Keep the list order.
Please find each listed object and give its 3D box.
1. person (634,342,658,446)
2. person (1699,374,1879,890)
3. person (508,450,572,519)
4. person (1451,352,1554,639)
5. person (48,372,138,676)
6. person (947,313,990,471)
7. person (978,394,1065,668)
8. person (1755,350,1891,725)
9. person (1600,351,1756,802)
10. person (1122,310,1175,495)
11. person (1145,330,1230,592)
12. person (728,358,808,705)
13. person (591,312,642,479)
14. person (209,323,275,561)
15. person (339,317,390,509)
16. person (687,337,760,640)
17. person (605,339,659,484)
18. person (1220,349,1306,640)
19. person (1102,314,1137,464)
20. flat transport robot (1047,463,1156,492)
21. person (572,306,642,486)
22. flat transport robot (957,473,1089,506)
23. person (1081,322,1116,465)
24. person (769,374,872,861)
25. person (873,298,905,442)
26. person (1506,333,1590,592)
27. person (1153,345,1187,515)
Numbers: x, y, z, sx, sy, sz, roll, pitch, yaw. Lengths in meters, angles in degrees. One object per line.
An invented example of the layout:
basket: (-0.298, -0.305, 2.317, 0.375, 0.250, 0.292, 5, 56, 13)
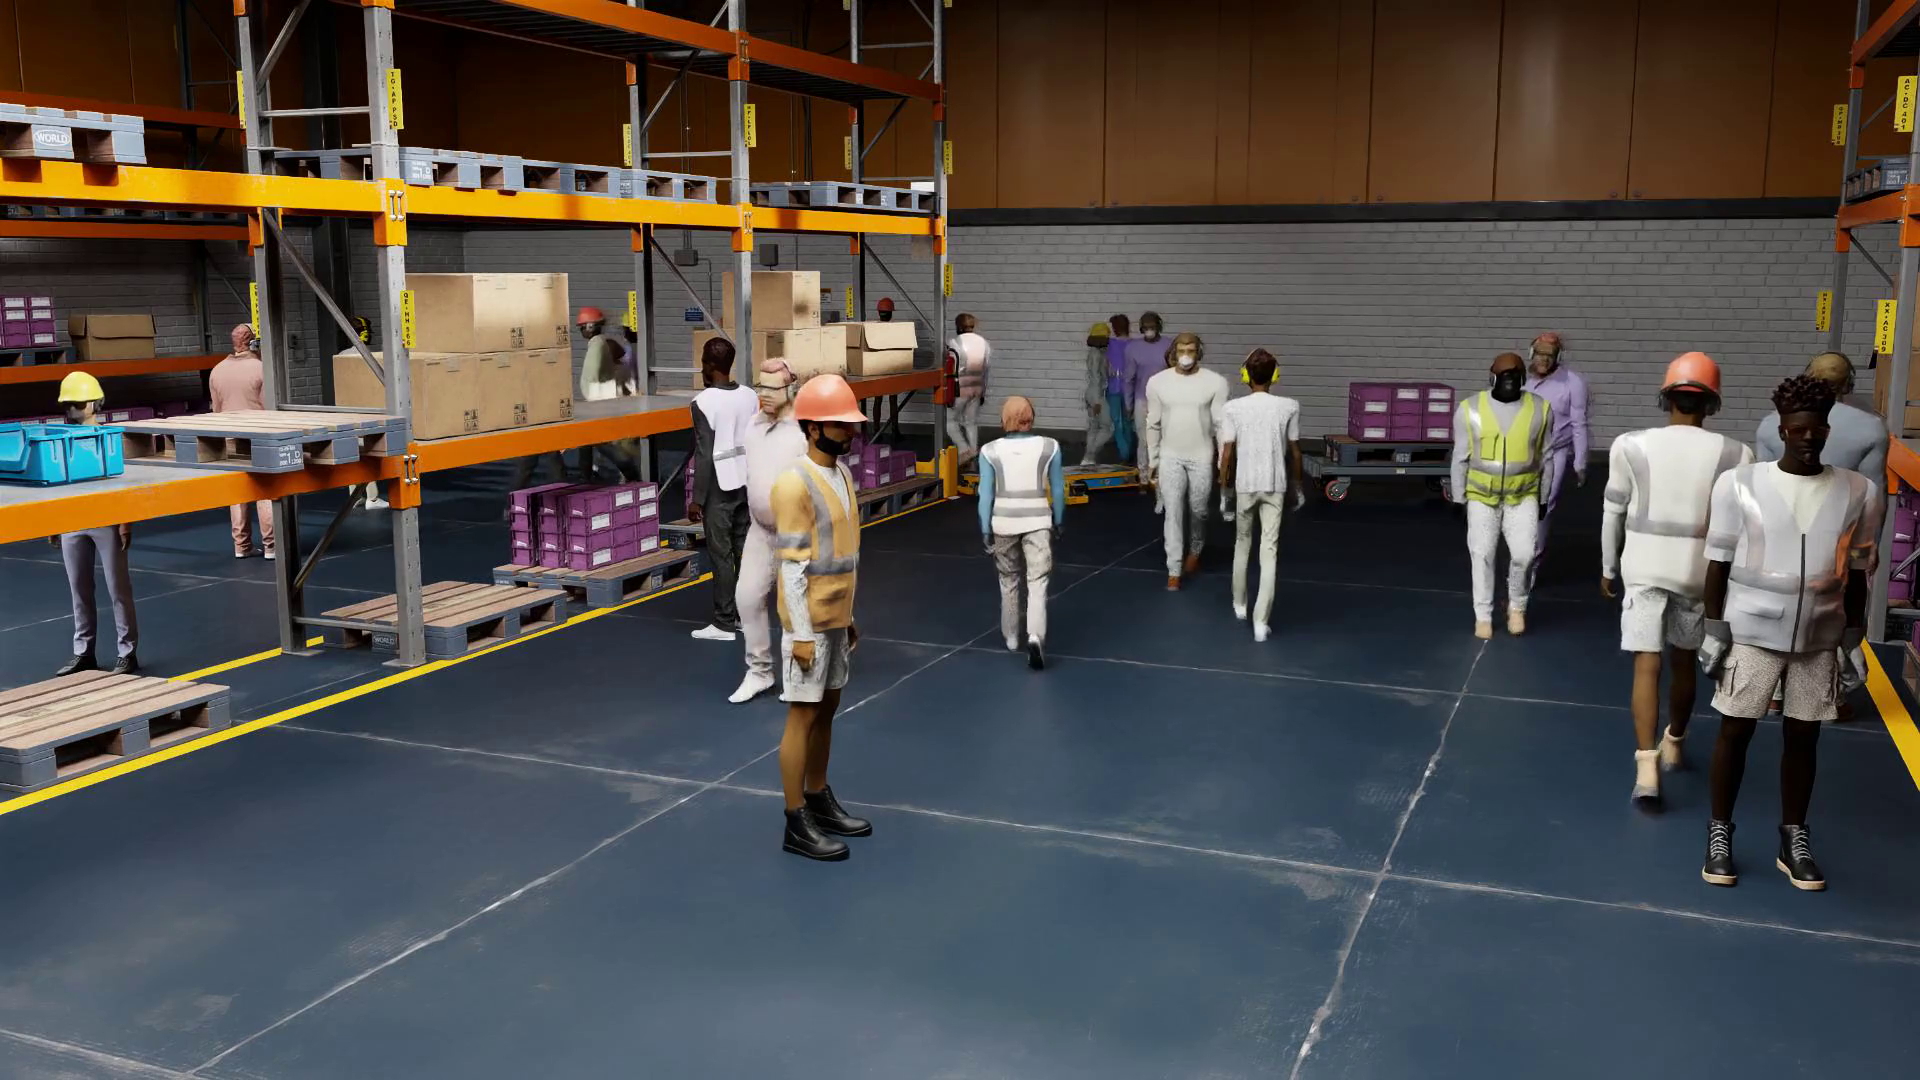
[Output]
person: (-4.203, -2.003, 21.630, 0.540, 1.614, 0.674, -2, 10, -10)
person: (3.135, 0.352, 6.328, 0.602, 1.967, 0.367, 2, 10, 11)
person: (-3.804, -1.076, 15.475, 0.926, 1.799, 0.531, -2, 10, -15)
person: (3.419, -0.270, 10.520, 0.627, 1.832, 0.449, 3, 10, 17)
person: (-5.011, -0.086, 9.593, 0.525, 1.769, 0.308, 1, 9, 4)
person: (0.053, -1.694, 19.149, 0.659, 1.825, 0.453, -8, 12, -41)
person: (0.368, -0.066, 9.950, 0.522, 1.608, 0.786, 0, 9, 3)
person: (4.450, -0.011, 8.659, 0.656, 1.934, 0.382, 7, 12, 37)
person: (3.205, 0.154, 7.477, 0.610, 1.998, 1.034, 3, 10, 19)
person: (2.019, -1.444, 17.381, 0.655, 1.914, 0.718, 1, 9, 6)
person: (1.702, -0.616, 12.411, 0.641, 1.911, 0.910, 2, 10, 12)
person: (-0.978, -0.028, 8.888, 0.643, 1.878, 0.666, 7, 11, 35)
person: (-3.722, -1.562, 18.189, 0.676, 1.891, 0.628, -3, 10, -18)
person: (-5.676, -0.784, 13.398, 0.639, 1.909, 0.406, 3, 10, 20)
person: (-5.814, -1.229, 16.219, 0.538, 1.866, 0.313, 5, 11, 29)
person: (-1.488, -0.320, 10.550, 0.392, 1.920, 0.587, 5, 11, 30)
person: (-3.482, -1.297, 17.378, 0.531, 1.610, 0.520, -9, 13, -42)
person: (1.970, -0.315, 10.816, 0.541, 1.825, 0.942, 2, 10, 13)
person: (1.875, -1.688, 19.142, 0.587, 1.815, 0.765, -3, 10, -16)
flat transport robot: (1.356, -0.650, 17.533, 1.431, 0.197, 0.652, -6, 11, -31)
person: (-3.650, -1.383, 16.854, 0.874, 1.962, 0.638, -2, 10, -10)
flat transport robot: (0.617, -0.525, 16.773, 0.652, 0.197, 1.431, -6, 11, -31)
person: (1.577, -1.578, 18.709, 0.354, 1.730, 0.505, 0, 9, -1)
person: (-0.542, 0.302, 6.718, 0.372, 1.939, 0.544, 3, 10, 19)
person: (-0.997, -2.289, 22.422, 0.542, 1.938, 0.358, 3, 10, 15)
person: (4.174, -0.563, 12.152, 0.721, 1.870, 0.738, 9, 13, 43)
person: (2.058, -1.035, 15.792, 0.534, 1.622, 0.537, 1, 9, 8)
